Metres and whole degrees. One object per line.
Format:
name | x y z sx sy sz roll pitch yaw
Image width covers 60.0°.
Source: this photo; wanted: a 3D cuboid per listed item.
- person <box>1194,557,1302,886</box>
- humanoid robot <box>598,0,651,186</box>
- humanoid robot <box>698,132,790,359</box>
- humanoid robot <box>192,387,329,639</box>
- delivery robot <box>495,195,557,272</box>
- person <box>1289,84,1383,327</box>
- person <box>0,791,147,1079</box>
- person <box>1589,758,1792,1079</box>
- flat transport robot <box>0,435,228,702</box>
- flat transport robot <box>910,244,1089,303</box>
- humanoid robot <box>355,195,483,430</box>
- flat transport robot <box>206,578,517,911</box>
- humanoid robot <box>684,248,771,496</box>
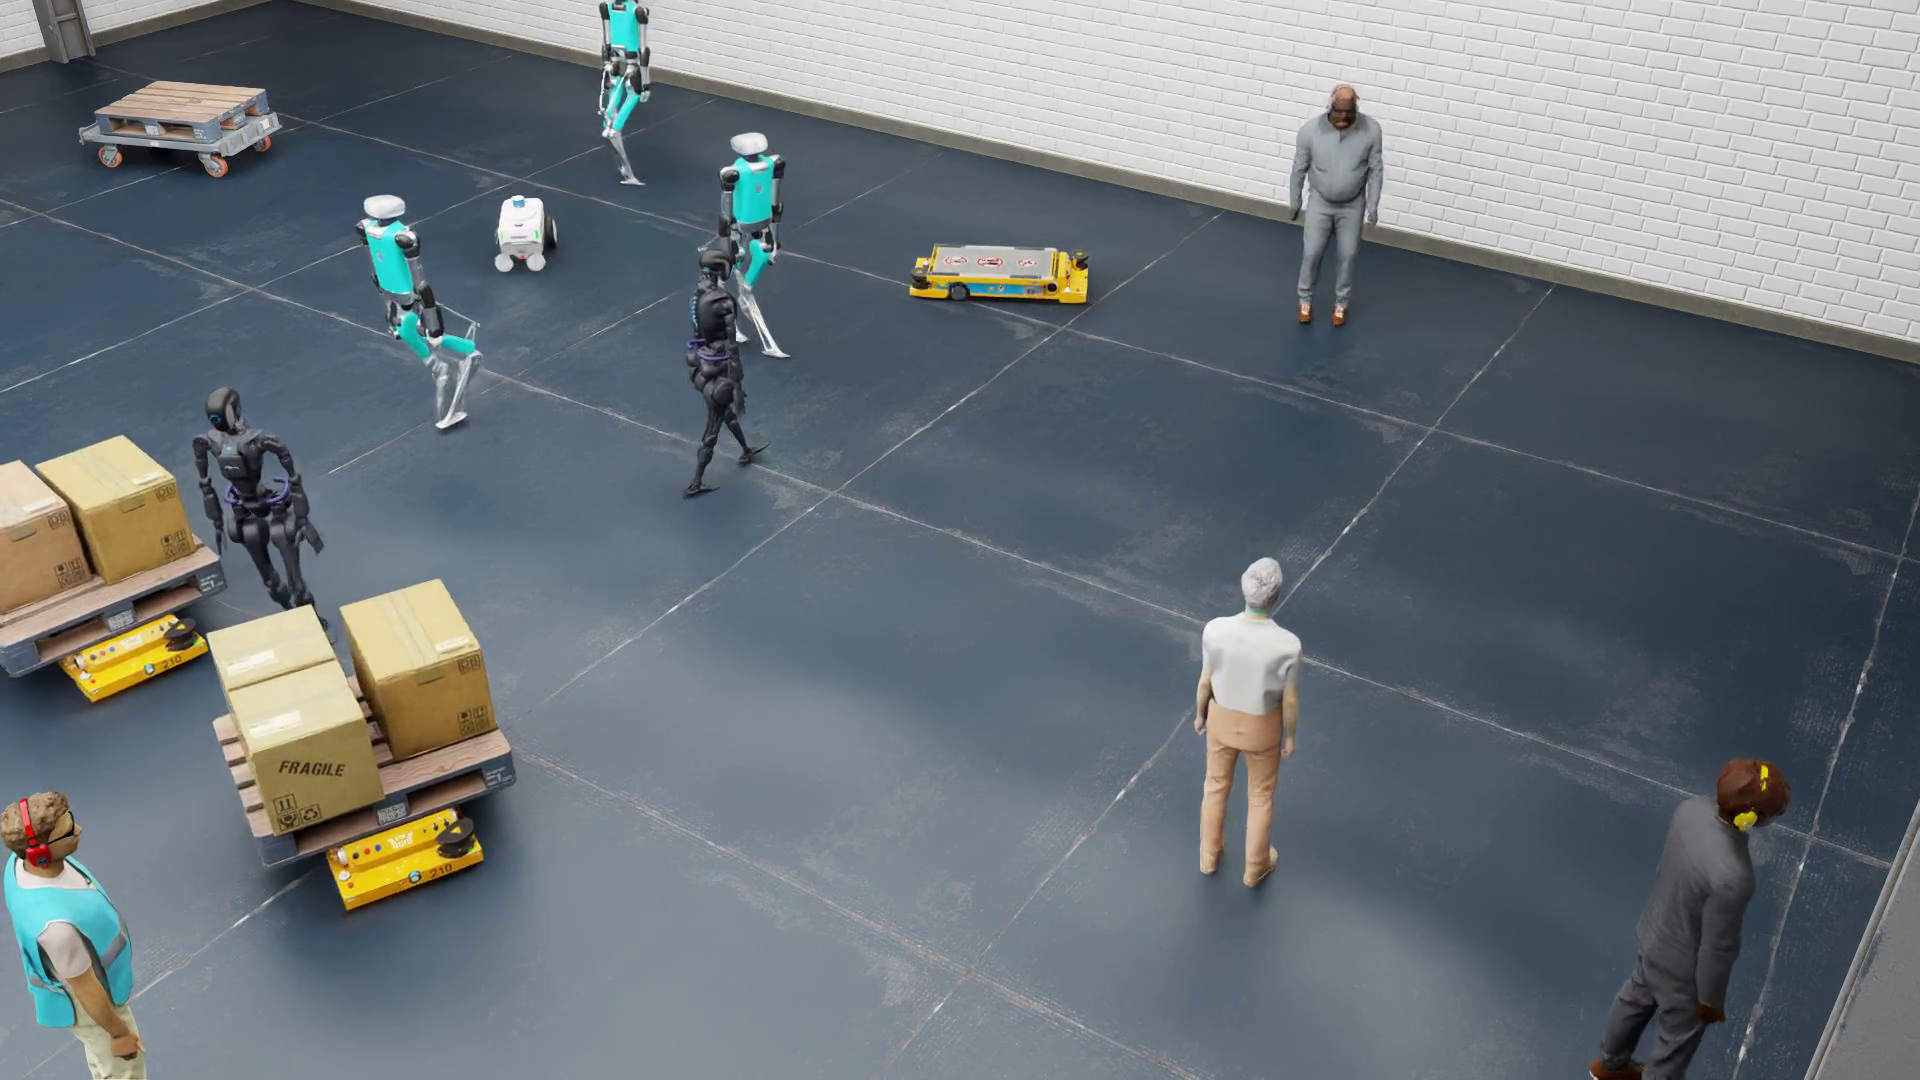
person | 1.299 0.838 7.588 0.474 1.746 0.315 12 35 18
humanoid robot | -3.202 -4.176 15.394 0.595 1.773 0.862 17 36 24
humanoid robot | -1.645 -2.197 12.324 0.536 1.767 0.877 -25 40 -33
humanoid robot | -3.816 -0.128 9.155 0.601 1.641 0.388 0 33 0
delivery robot | -3.714 -2.621 14.086 0.523 0.612 0.783 -5 33 -8
person | 2.864 -2.569 12.765 0.688 1.875 0.479 2 33 4
person | -3.220 1.683 6.178 0.391 1.846 0.564 -22 39 -30
person | 2.777 1.566 6.349 0.382 1.869 0.519 0 33 0
flat transport robot | -4.989 0.425 9.595 1.431 0.231 0.659 28 42 36
flat transport robot | 0.331 -2.183 13.652 1.431 0.231 0.659 3 33 4
humanoid robot | -3.569 -1.490 11.315 0.541 1.894 0.716 21 38 29
flat transport robot | -2.934 1.239 8.329 0.659 0.231 1.431 -18 37 -26
humanoid robot | -1.538 -1.102 10.700 0.758 1.620 0.610 -21 38 -29
